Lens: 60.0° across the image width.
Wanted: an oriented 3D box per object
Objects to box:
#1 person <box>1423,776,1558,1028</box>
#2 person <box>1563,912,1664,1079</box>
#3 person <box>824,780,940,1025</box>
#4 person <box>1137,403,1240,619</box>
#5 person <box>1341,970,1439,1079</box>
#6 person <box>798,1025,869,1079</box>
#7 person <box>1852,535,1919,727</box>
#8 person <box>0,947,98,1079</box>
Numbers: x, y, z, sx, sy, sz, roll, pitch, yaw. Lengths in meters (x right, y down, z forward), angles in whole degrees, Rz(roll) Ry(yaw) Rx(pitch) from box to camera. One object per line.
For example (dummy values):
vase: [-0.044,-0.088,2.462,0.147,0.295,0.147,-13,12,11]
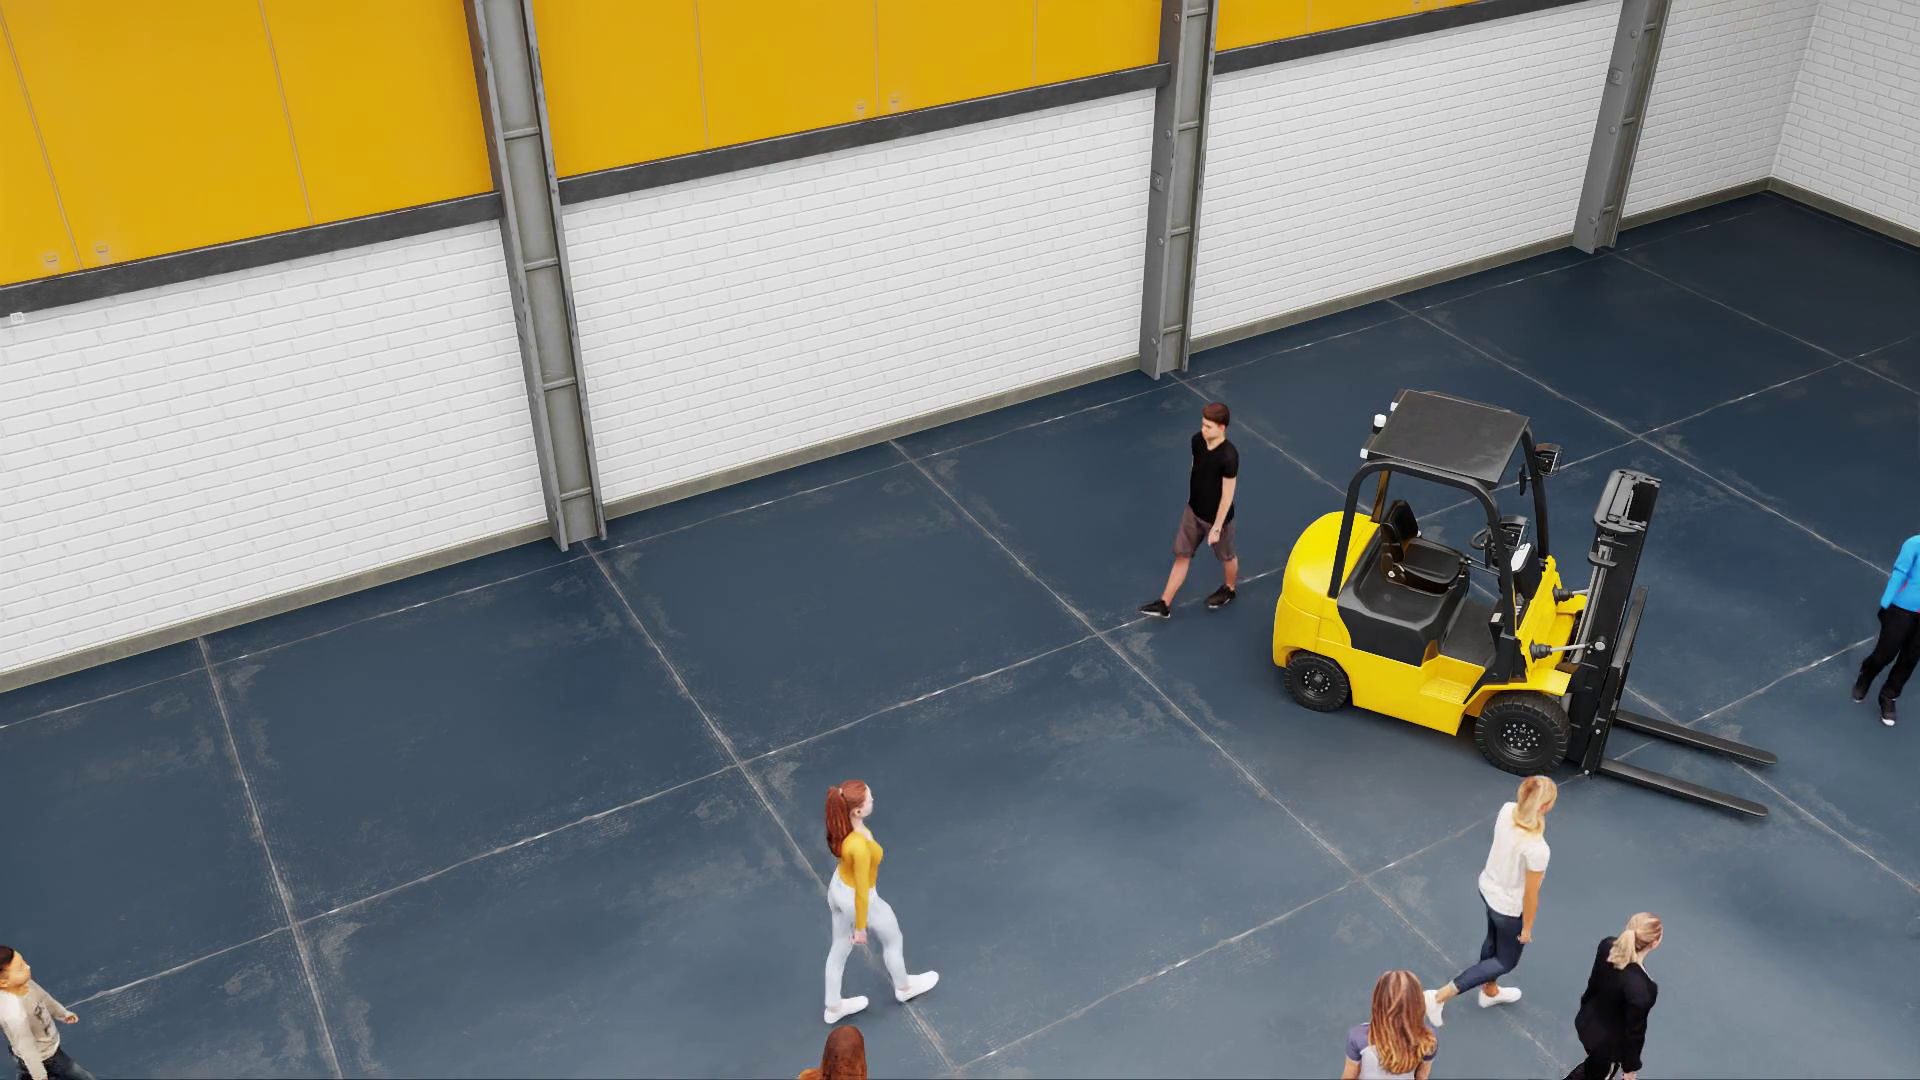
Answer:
person: [2.933,2.025,9.215,1.043,1.791,0.773,-7,34,-11]
person: [3.201,2.561,8.503,0.752,1.686,0.736,-1,34,-2]
person: [-0.654,2.049,9.239,0.917,1.724,0.603,-19,38,-26]
person: [1.972,-0.223,12.574,1.171,1.816,0.748,-20,39,-28]
person: [2.052,2.772,8.146,0.626,1.730,0.735,-2,34,-3]
person: [-0.626,3.040,7.802,1.037,1.665,1.164,12,35,17]
person: [6.658,0.452,11.587,0.763,1.785,0.822,9,35,14]
person: [-4.832,2.663,8.580,0.987,1.430,0.577,-19,38,-26]
